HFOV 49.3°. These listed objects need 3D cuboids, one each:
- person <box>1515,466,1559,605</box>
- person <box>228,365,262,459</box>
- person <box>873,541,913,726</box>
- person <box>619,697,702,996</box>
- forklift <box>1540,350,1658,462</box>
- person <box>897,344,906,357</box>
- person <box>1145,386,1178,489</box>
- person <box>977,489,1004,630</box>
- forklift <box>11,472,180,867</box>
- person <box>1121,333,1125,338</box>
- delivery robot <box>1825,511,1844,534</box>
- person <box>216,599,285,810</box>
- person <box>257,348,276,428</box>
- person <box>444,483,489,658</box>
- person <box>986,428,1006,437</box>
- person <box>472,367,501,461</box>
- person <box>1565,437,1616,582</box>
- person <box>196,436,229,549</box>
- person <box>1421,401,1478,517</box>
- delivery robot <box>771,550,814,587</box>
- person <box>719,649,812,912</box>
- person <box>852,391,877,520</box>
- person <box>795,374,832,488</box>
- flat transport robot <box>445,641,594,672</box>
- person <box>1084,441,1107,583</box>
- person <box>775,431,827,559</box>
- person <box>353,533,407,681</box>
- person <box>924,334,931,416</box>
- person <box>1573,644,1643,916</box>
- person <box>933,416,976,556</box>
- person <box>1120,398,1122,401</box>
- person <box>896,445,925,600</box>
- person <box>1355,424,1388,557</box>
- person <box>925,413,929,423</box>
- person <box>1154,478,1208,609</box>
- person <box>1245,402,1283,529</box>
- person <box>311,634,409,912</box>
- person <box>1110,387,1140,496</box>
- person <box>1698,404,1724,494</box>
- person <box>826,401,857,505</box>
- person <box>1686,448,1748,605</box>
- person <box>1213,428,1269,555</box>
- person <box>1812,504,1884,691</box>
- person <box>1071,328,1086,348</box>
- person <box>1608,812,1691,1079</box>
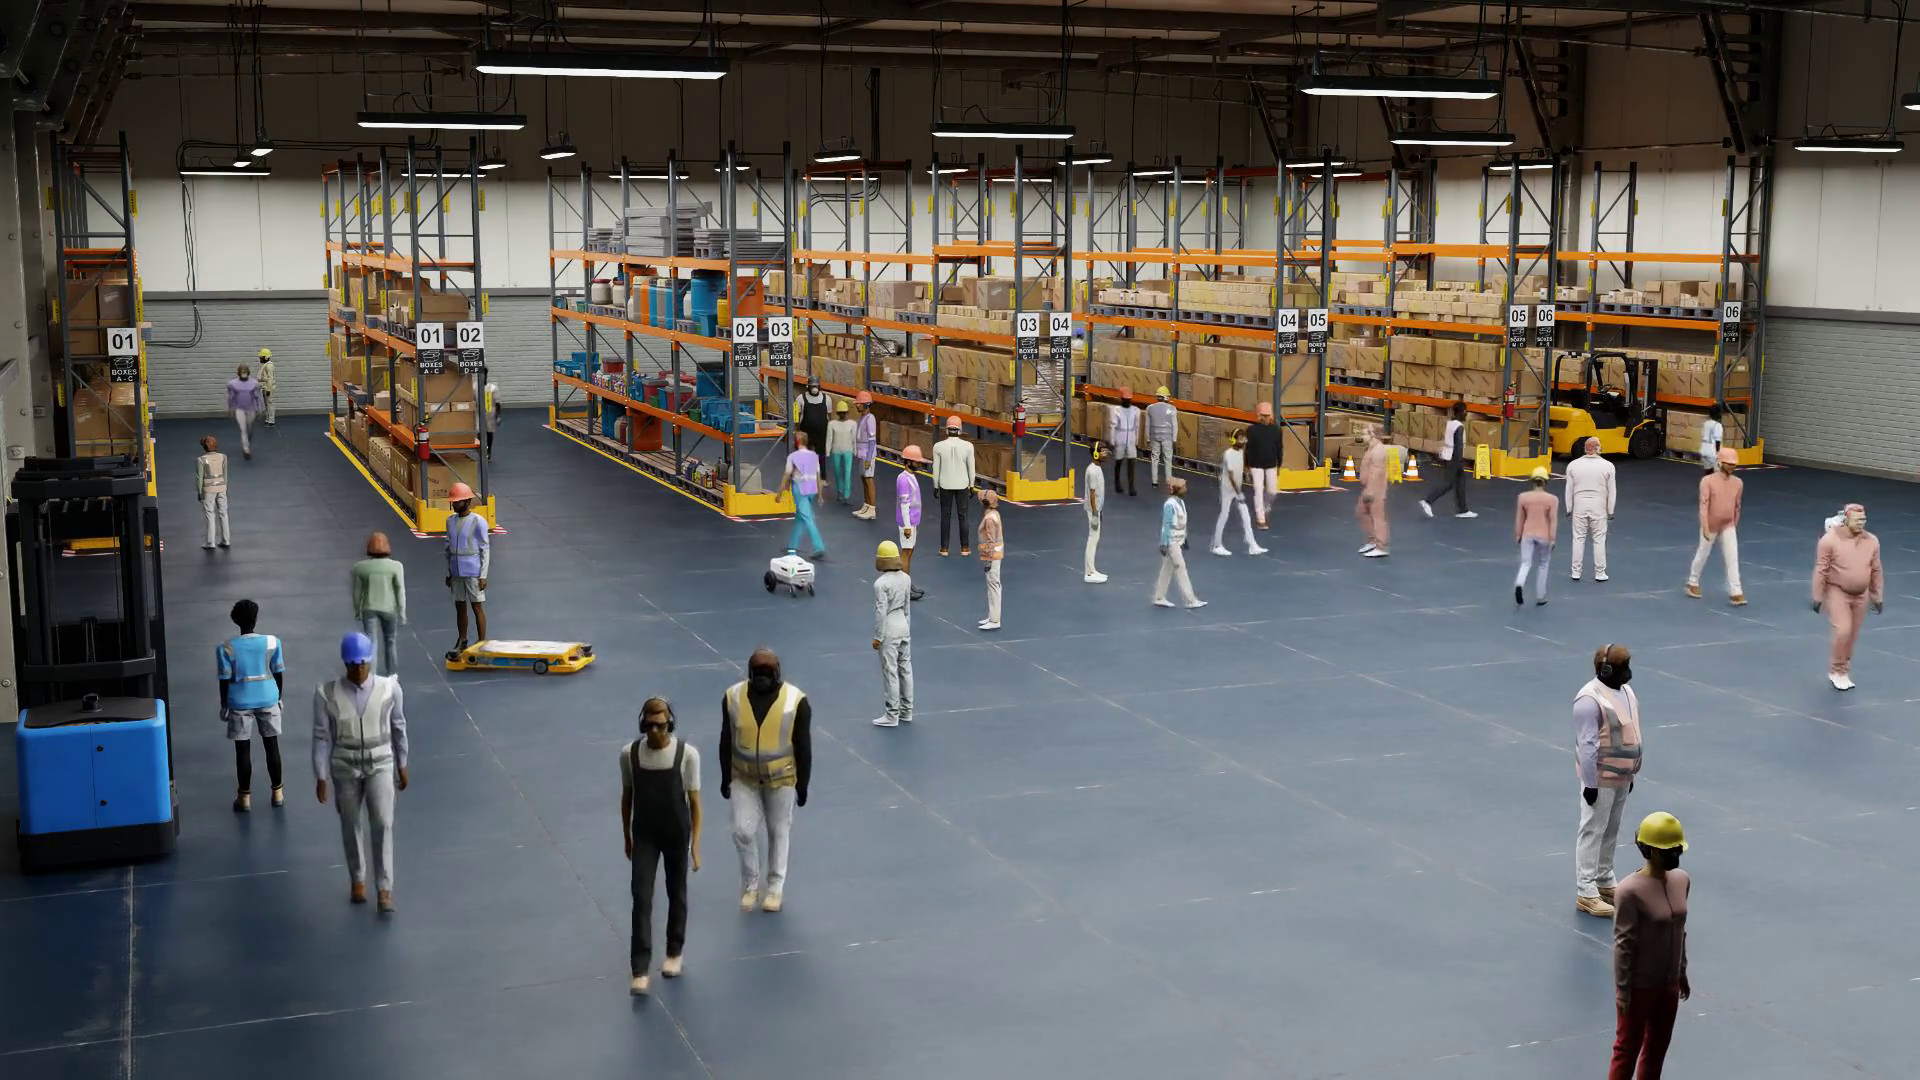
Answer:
[{"bbox_3d":[7.075,-0.039,25.770,0.522,1.745,0.664,5,10,32],"label":"person"},{"bbox_3d":[-14.511,-2.622,42.515,0.637,1.897,1.007,-4,9,-24],"label":"person"},{"bbox_3d":[-0.654,0.872,19.690,0.316,1.741,0.488,6,11,36],"label":"person"},{"bbox_3d":[-1.837,1.865,12.835,0.516,1.809,0.869,0,9,-1],"label":"person"},{"bbox_3d":[12.897,-2.725,42.309,2.313,2.155,1.214,-3,9,-21],"label":"forklift"},{"bbox_3d":[-1.531,-3.980,51.940,0.638,1.788,0.874,3,9,20],"label":"person"},{"bbox_3d":[3.605,-1.826,37.383,0.591,1.829,0.404,4,9,23],"label":"person"},{"bbox_3d":[0.356,0.222,24.368,0.314,1.637,0.514,1,9,5],"label":"person"},{"bbox_3d":[-6.630,0.886,15.957,1.129,2.768,1.873,-3,9,-21],"label":"forklift"},{"bbox_3d":[4.410,-4.570,55.629,0.925,1.837,0.600,-2,9,-10],"label":"person"},{"bbox_3d":[12.793,-0.172,30.415,0.477,0.478,0.707,2,9,13],"label":"delivery robot"},{"bbox_3d":[-5.698,1.319,16.855,0.530,1.696,0.321,-5,10,-29],"label":"person"},{"bbox_3d":[-16.182,-3.550,48.855,0.404,1.837,0.589,-5,10,-29],"label":"person"},{"bbox_3d":[-5.337,0.343,22.563,0.550,1.935,0.375,4,10,26],"label":"person"},{"bbox_3d":[0.845,-3.214,46.789,0.616,1.781,0.922,-3,9,-17],"label":"person"},{"bbox_3d":[-9.407,-2.482,41.431,0.614,1.936,0.918,-2,9,-12],"label":"person"},{"bbox_3d":[8.337,-0.409,27.696,0.643,1.905,0.399,4,9,25],"label":"person"},{"bbox_3d":[-10.884,-0.695,30.510,0.315,1.629,0.507,7,11,37],"label":"person"},{"bbox_3d":[7.898,-1.301,33.723,0.881,1.889,0.600,0,9,0],"label":"person"},{"bbox_3d":[-2.143,0.374,26.777,0.477,0.478,0.707,-5,10,-29],"label":"delivery robot"},{"bbox_3d":[-1.334,1.643,14.255,0.659,1.826,0.536,1,9,6],"label":"person"},{"bbox_3d":[-1.528,-1.360,33.568,0.374,2.044,0.605,-2,9,-16],"label":"person"},{"bbox_3d":[-2.601,-1.930,37.517,0.681,2.000,0.536,-2,9,-14],"label":"person"},{"bbox_3d":[-4.684,1.232,22.307,1.431,0.197,0.652,1,9,7],"label":"flat transport robot"},{"bbox_3d":[1.799,-0.386,27.669,0.315,1.867,0.561,1,9,9],"label":"person"},{"bbox_3d":[-2.197,-0.643,29.662,0.997,1.795,0.566,6,11,36],"label":"person"},{"bbox_3d":[-5.878,0.721,21.191,0.530,1.591,0.854,-1,9,-8],"label":"person"},{"bbox_3d":[-0.752,-4.105,51.862,0.605,2.045,0.388,-6,10,-33],"label":"person"},{"bbox_3d":[4.445,1.622,14.351,0.429,1.846,0.626,8,11,41],"label":"person"},{"bbox_3d":[-0.085,-0.775,29.824,0.613,1.994,0.381,0,9,-1],"label":"person"},{"bbox_3d":[3.714,-3.571,49.803,0.523,1.578,0.872,-4,9,-23],"label":"person"},{"bbox_3d":[-0.622,-0.231,26.398,0.359,1.936,0.544,1,9,6],"label":"person"},{"bbox_3d":[5.845,-0.702,29.694,0.499,1.885,0.669,0,9,3],"label":"person"},{"bbox_3d":[-0.726,-3.602,49.870,0.499,1.634,0.278,-2,9,-14],"label":"person"},{"bbox_3d":[2.725,0.051,25.584,0.760,1.604,0.548,3,9,20],"label":"person"},{"bbox_3d":[4.701,-1.164,32.466,0.622,1.977,0.496,-1,9,-6],"label":"person"},{"bbox_3d":[-4.084,1.595,14.298,0.650,1.907,0.915,-3,9,-18],"label":"person"},{"bbox_3d":[2.875,-1.737,36.607,0.564,1.889,0.993,-1,9,-10],"label":"person"},{"bbox_3d":[12.739,-1.463,35.416,0.360,1.682,0.552,-1,9,-5],"label":"person"},{"bbox_3d":[-2.002,-1.505,35.579,0.534,1.738,0.837,0,9,-1],"label":"person"},{"bbox_3d":[9.462,-0.192,26.152,0.627,1.946,1.038,-1,9,-10],"label":"person"},{"bbox_3d":[3.962,-0.665,29.656,0.929,1.821,0.518,7,11,40],"label":"person"},{"bbox_3d":[9.011,0.582,21.121,0.679,1.885,0.616,-2,9,-10],"label":"person"},{"bbox_3d":[3.240,-4.773,56.710,0.519,1.929,0.608,-8,11,-41],"label":"person"},{"bbox_3d":[3.498,2.228,10.562,0.533,1.768,0.310,-6,10,-33],"label":"person"}]
